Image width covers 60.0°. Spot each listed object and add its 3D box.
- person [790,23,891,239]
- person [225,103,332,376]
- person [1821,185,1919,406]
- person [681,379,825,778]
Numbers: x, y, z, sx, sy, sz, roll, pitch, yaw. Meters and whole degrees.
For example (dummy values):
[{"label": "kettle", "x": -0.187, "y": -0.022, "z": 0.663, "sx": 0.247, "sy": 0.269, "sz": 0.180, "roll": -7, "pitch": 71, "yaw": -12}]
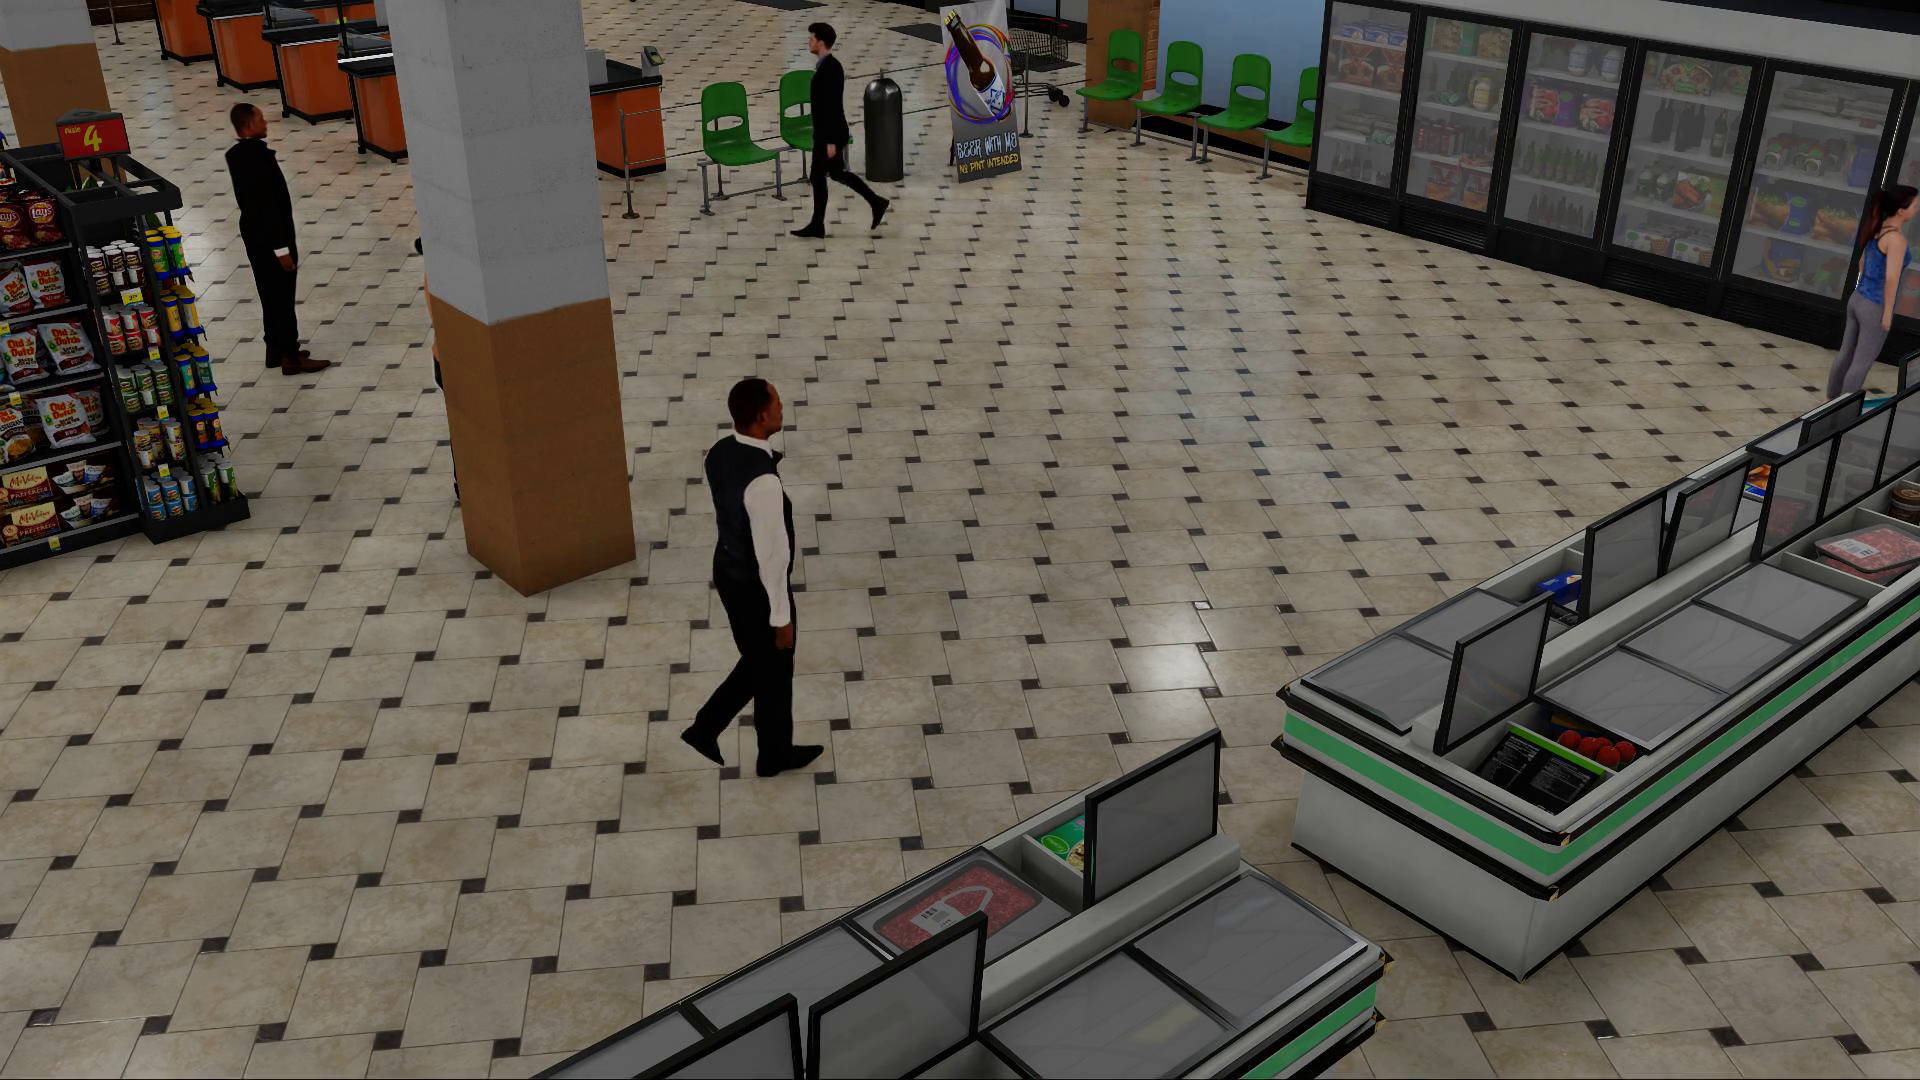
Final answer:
[{"label": "person", "x": -1.062, "y": -3.576, "z": 14.638, "sx": 1.241, "sy": 1.869, "sz": 1.136, "roll": 0, "pitch": 27, "yaw": 0}, {"label": "person", "x": -4.878, "y": -2.115, "z": 11.720, "sx": 0.590, "sy": 1.904, "sz": 0.686, "roll": -20, "pitch": 33, "yaw": -34}, {"label": "person", "x": 5.966, "y": -1.527, "z": 10.886, "sx": 0.703, "sy": 1.608, "sz": 0.649, "roll": 1, "pitch": 27, "yaw": 3}, {"label": "person", "x": -0.948, "y": 0.226, "z": 7.095, "sx": 0.932, "sy": 1.910, "sz": 0.772, "roll": -16, "pitch": 31, "yaw": -28}]
